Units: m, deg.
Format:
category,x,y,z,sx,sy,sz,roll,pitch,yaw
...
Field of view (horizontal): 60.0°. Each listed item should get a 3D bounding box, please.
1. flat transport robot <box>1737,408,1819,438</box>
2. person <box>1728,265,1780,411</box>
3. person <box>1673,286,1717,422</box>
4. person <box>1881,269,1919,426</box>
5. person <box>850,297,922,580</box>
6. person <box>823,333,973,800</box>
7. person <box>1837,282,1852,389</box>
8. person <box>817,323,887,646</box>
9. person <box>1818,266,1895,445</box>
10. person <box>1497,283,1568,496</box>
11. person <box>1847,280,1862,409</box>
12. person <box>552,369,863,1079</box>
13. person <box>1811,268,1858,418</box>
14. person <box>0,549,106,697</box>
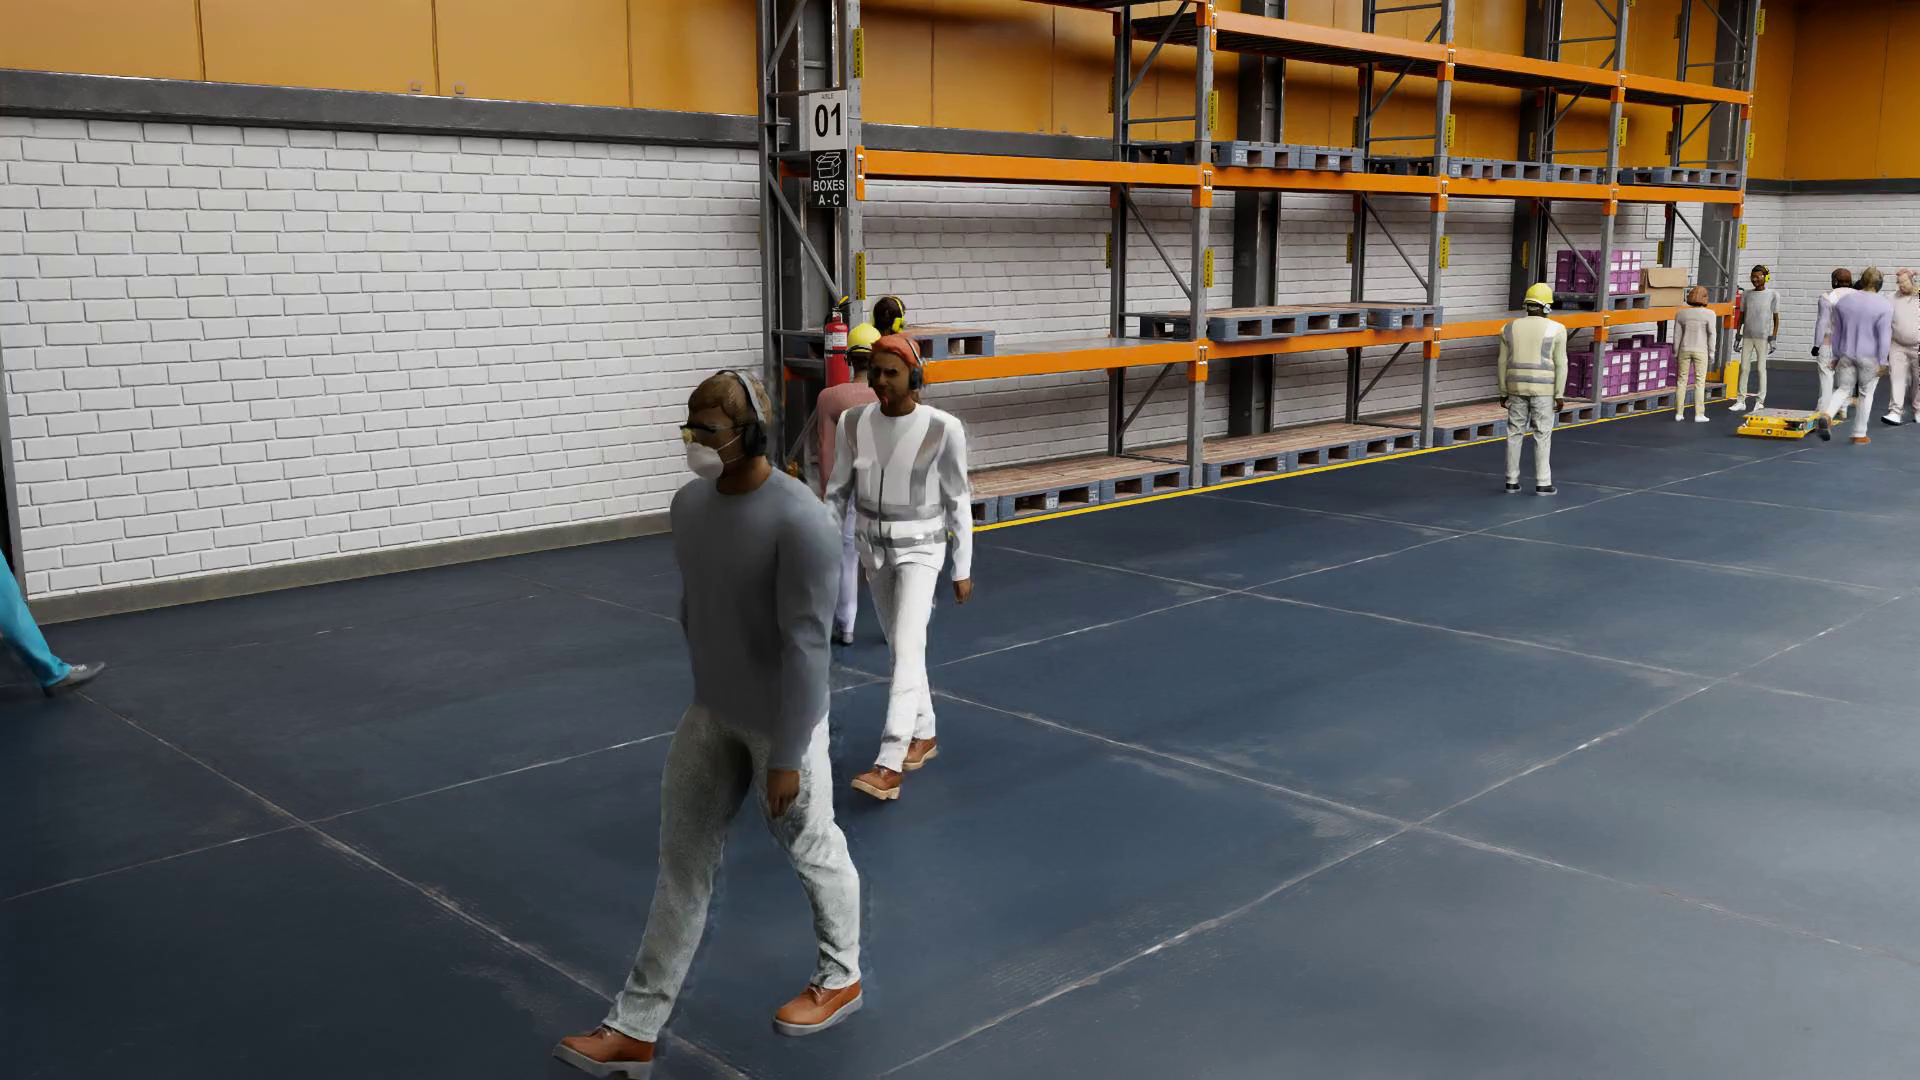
category,x,y,z,sx,sy,sz,roll,pitch,yaw
flat transport robot,9.319,-1.339,18.877,0.652,0.197,1.431,7,13,34
person,10.120,-2.557,21.157,0.310,1.868,0.533,-10,14,-43
person,8.860,-2.242,20.079,0.498,1.634,0.278,10,14,42
person,11.268,-2.267,19.651,0.760,1.841,0.964,7,13,35
person,-0.500,-0.644,10.815,0.530,1.847,0.390,4,11,22
person,-0.303,0.101,6.714,0.590,1.840,0.923,6,12,30
person,12.626,-2.940,23.839,0.522,1.658,0.834,7,12,33
person,-0.517,-0.294,9.097,0.525,1.769,0.314,-1,10,-6
person,9.517,-1.940,17.667,0.727,1.918,0.645,-7,13,-34
person,4.956,-1.301,14.402,0.591,1.833,0.404,8,13,38
person,11.624,-2.537,21.559,0.362,1.671,0.570,-5,12,-26
person,-0.617,0.503,4.408,0.658,1.885,1.001,9,14,41
person,10.751,-2.411,20.436,0.636,1.842,0.429,-2,11,-12
person,-4.697,-0.086,7.870,0.977,1.800,0.581,-9,13,-39
